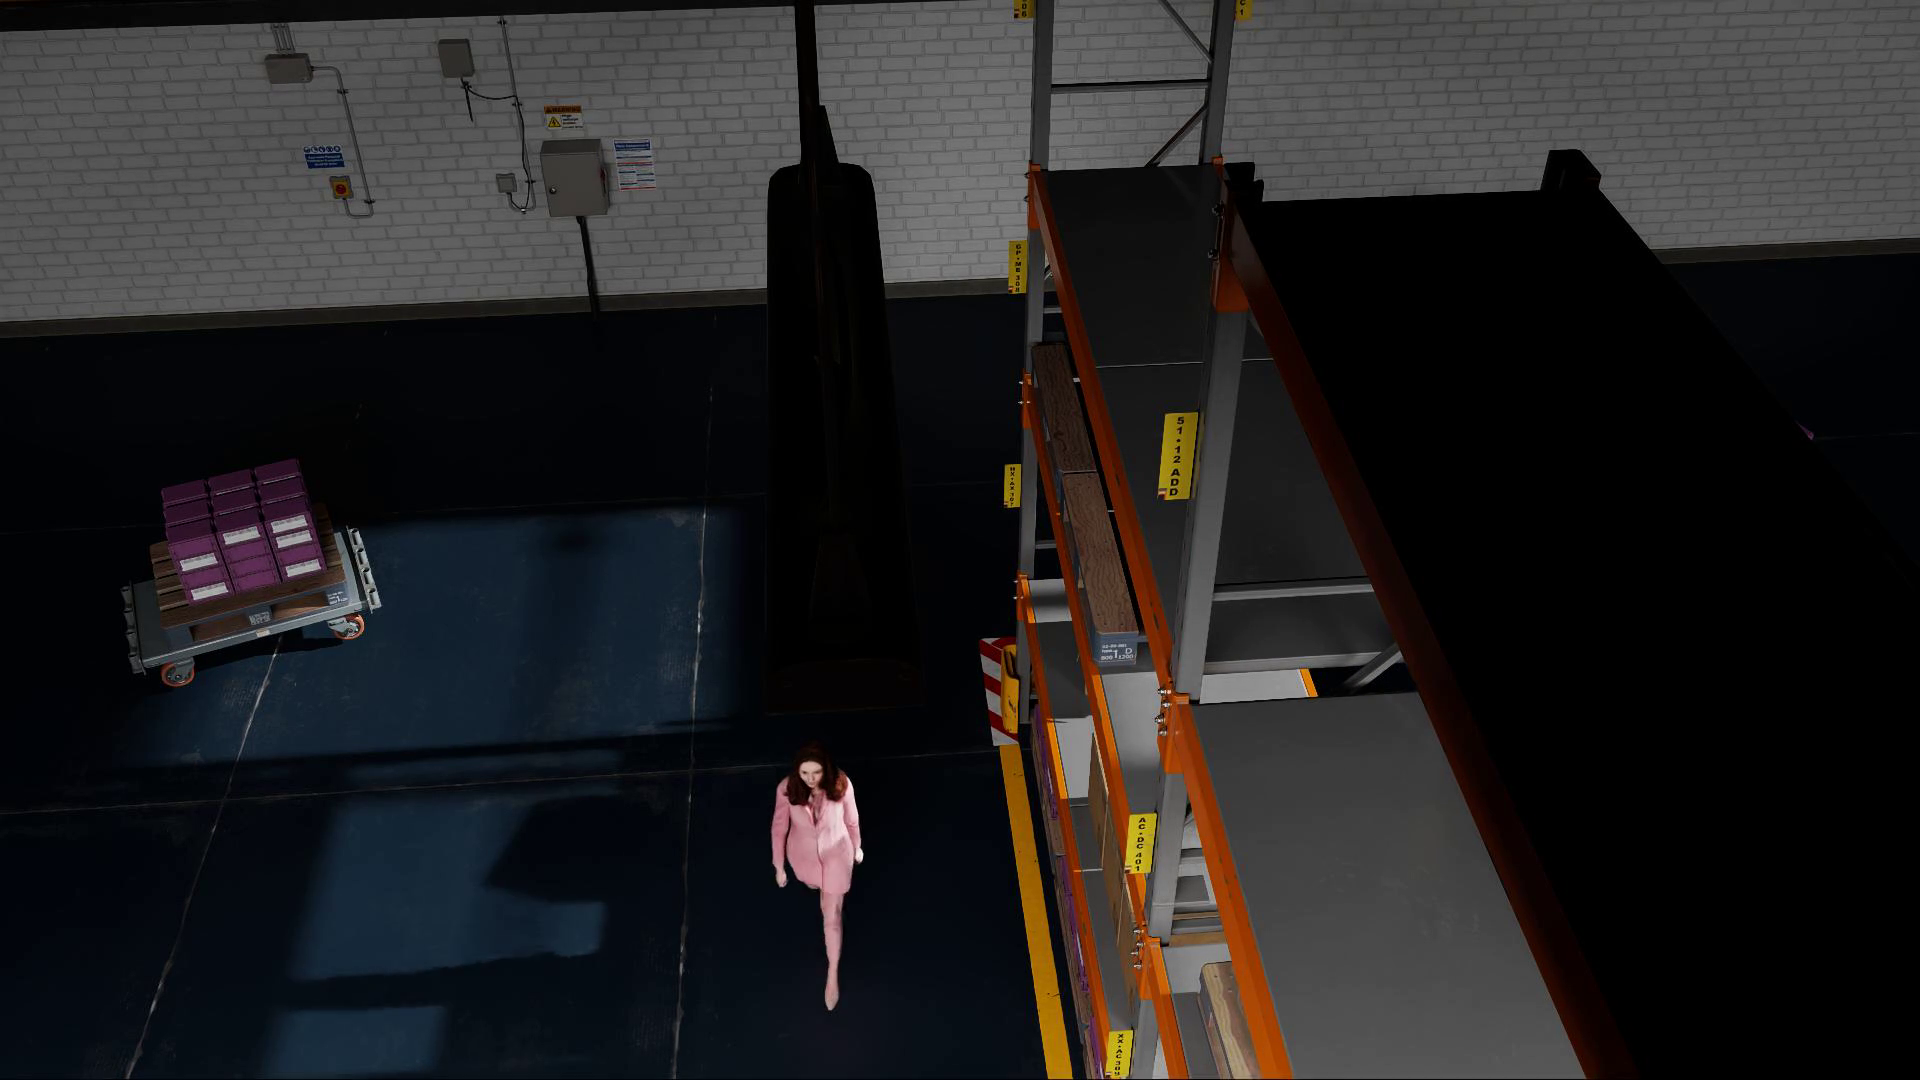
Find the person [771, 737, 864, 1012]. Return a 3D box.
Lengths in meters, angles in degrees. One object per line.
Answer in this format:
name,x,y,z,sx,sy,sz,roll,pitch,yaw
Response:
person,-0.783,1.700,9.313,0.710,1.758,1.141,0,39,0
